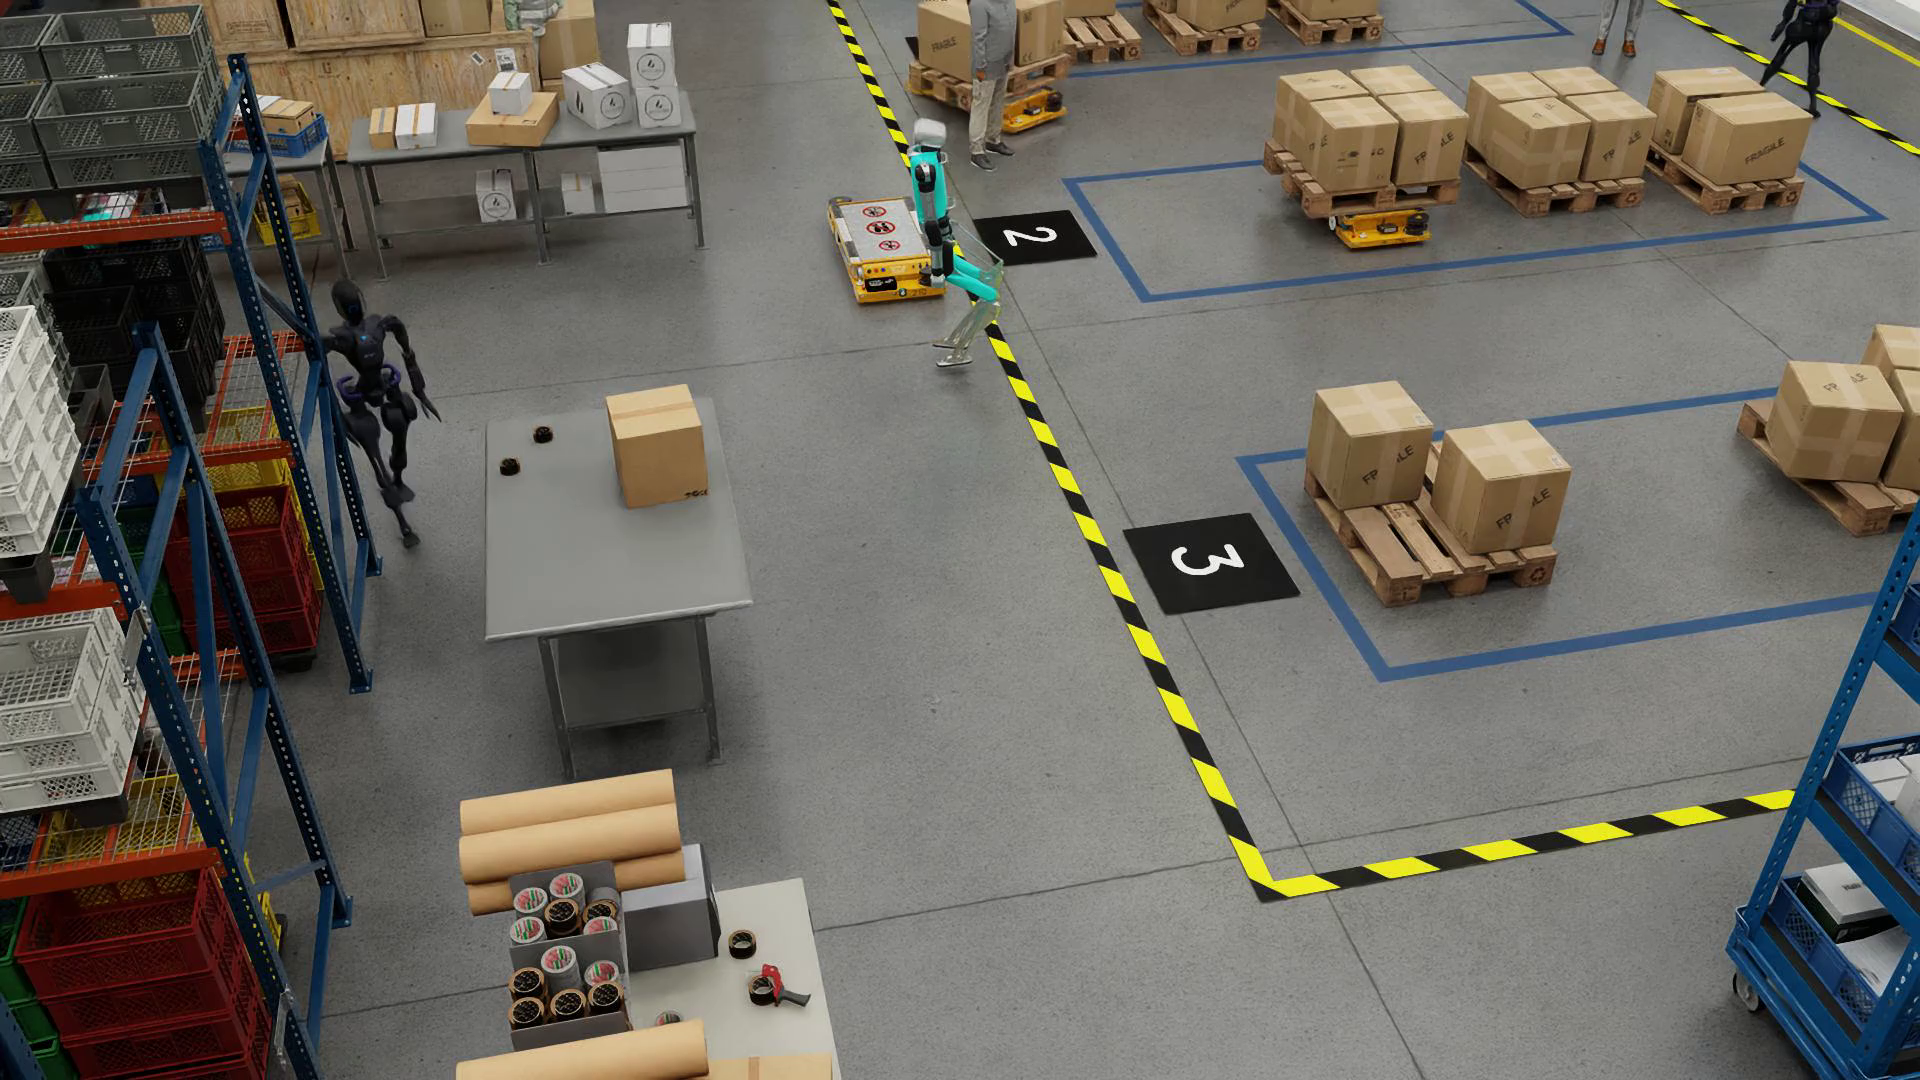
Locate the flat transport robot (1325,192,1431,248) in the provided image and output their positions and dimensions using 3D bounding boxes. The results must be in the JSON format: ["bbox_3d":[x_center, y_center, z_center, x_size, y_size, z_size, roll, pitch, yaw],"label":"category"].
[{"bbox_3d":[3.134,-2.740,13.213,0.652,0.197,1.431,-8,37,-10],"label":"flat transport robot"}]

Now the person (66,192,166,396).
[{"bbox_3d":[-5.224,-1.536,10.311,0.404,1.829,0.586,10,38,13],"label":"person"}]

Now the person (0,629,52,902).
[{"bbox_3d":[-4.129,0.878,7.055,0.430,1.845,0.619,29,45,33],"label":"person"}]

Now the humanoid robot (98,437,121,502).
[{"bbox_3d":[-5.042,-0.814,9.386,0.761,1.739,0.530,-12,38,-16],"label":"humanoid robot"}]

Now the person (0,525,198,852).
[{"bbox_3d":[-3.812,0.610,7.250,0.613,2.040,0.388,-16,39,-20],"label":"person"}]

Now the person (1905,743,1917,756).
[{"bbox_3d":[4.427,0.747,7.223,0.371,1.852,0.588,-6,37,-8],"label":"person"}]

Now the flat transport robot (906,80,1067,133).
[{"bbox_3d":[0.224,-4.034,14.952,0.652,0.197,1.431,-29,45,-33],"label":"flat transport robot"}]

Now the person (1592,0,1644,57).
[{"bbox_3d":[6.353,-5.491,15.581,0.587,1.885,0.361,8,37,11],"label":"person"}]

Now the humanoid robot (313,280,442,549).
[{"bbox_3d":[-3.283,-0.763,9.447,0.601,1.619,0.824,-24,43,-28],"label":"humanoid robot"}]

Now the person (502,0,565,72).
[{"bbox_3d":[-3.541,-4.311,13.952,0.412,1.939,0.602,24,43,29],"label":"person"}]

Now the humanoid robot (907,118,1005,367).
[{"bbox_3d":[0.034,-1.914,10.780,0.735,1.681,0.533,-1,37,-1],"label":"humanoid robot"}]

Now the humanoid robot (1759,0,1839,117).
[{"bbox_3d":[7.431,-4.586,14.571,0.584,1.623,0.776,-14,39,-18],"label":"humanoid robot"}]

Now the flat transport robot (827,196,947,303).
[{"bbox_3d":[-0.570,-2.220,12.538,0.659,0.231,1.431,-8,37,-10],"label":"flat transport robot"}]

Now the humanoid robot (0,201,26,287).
[{"bbox_3d":[-5.999,-1.435,10.200,0.682,1.746,0.548,24,43,29],"label":"humanoid robot"}]

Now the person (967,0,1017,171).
[{"bbox_3d":[0.256,-3.934,13.583,0.394,1.767,0.573,19,41,23],"label":"person"}]

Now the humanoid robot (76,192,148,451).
[{"bbox_3d":[-5.219,-1.267,9.985,0.689,1.749,0.544,-29,45,-33],"label":"humanoid robot"}]
